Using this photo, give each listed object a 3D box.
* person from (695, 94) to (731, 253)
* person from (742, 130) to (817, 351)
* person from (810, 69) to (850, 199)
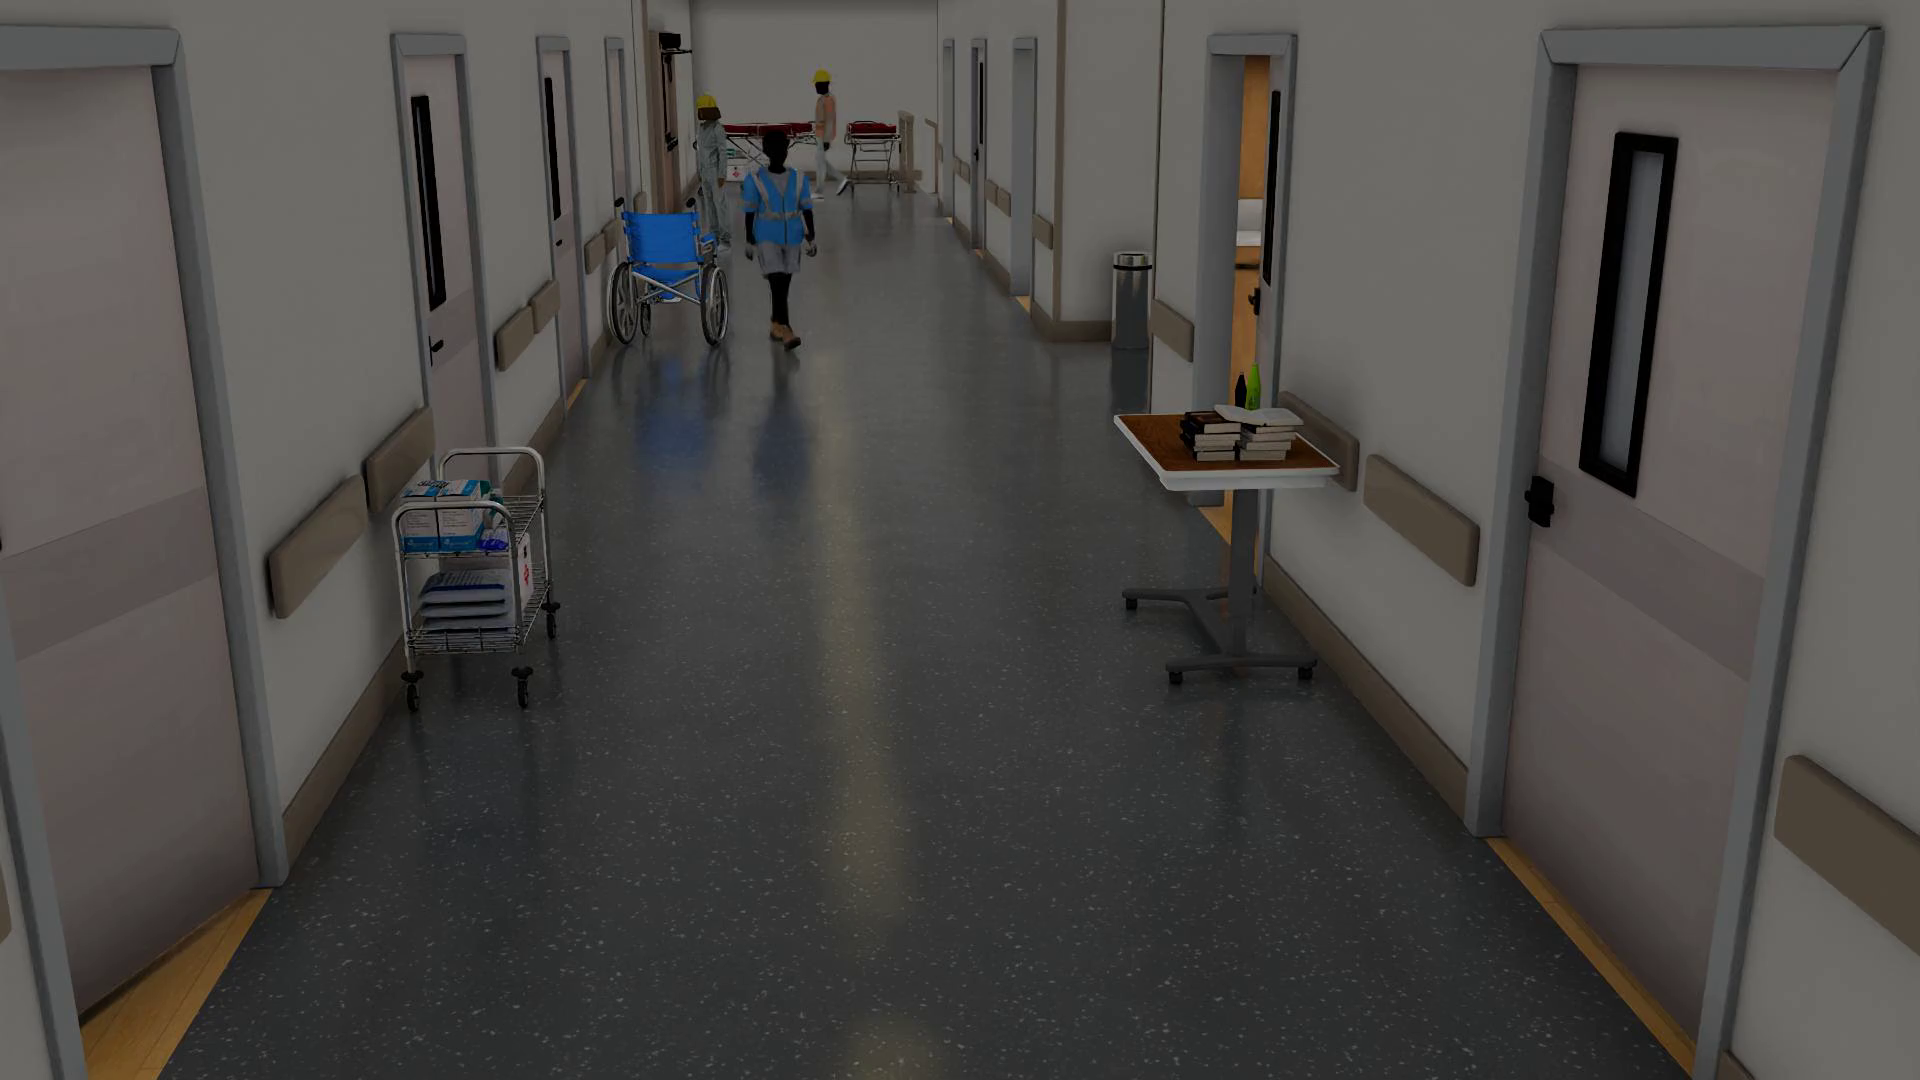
[{"bbox_3d":[-2.799,-4.112,18.703,0.323,1.742,0.492,-12,21,-35],"label":"person"},{"bbox_3d":[-1.368,-2.311,12.829,0.549,1.642,0.858,-8,18,-25],"label":"person"},{"bbox_3d":[-2.034,-6.133,25.168,0.665,1.910,0.629,-4,17,-12],"label":"person"}]
